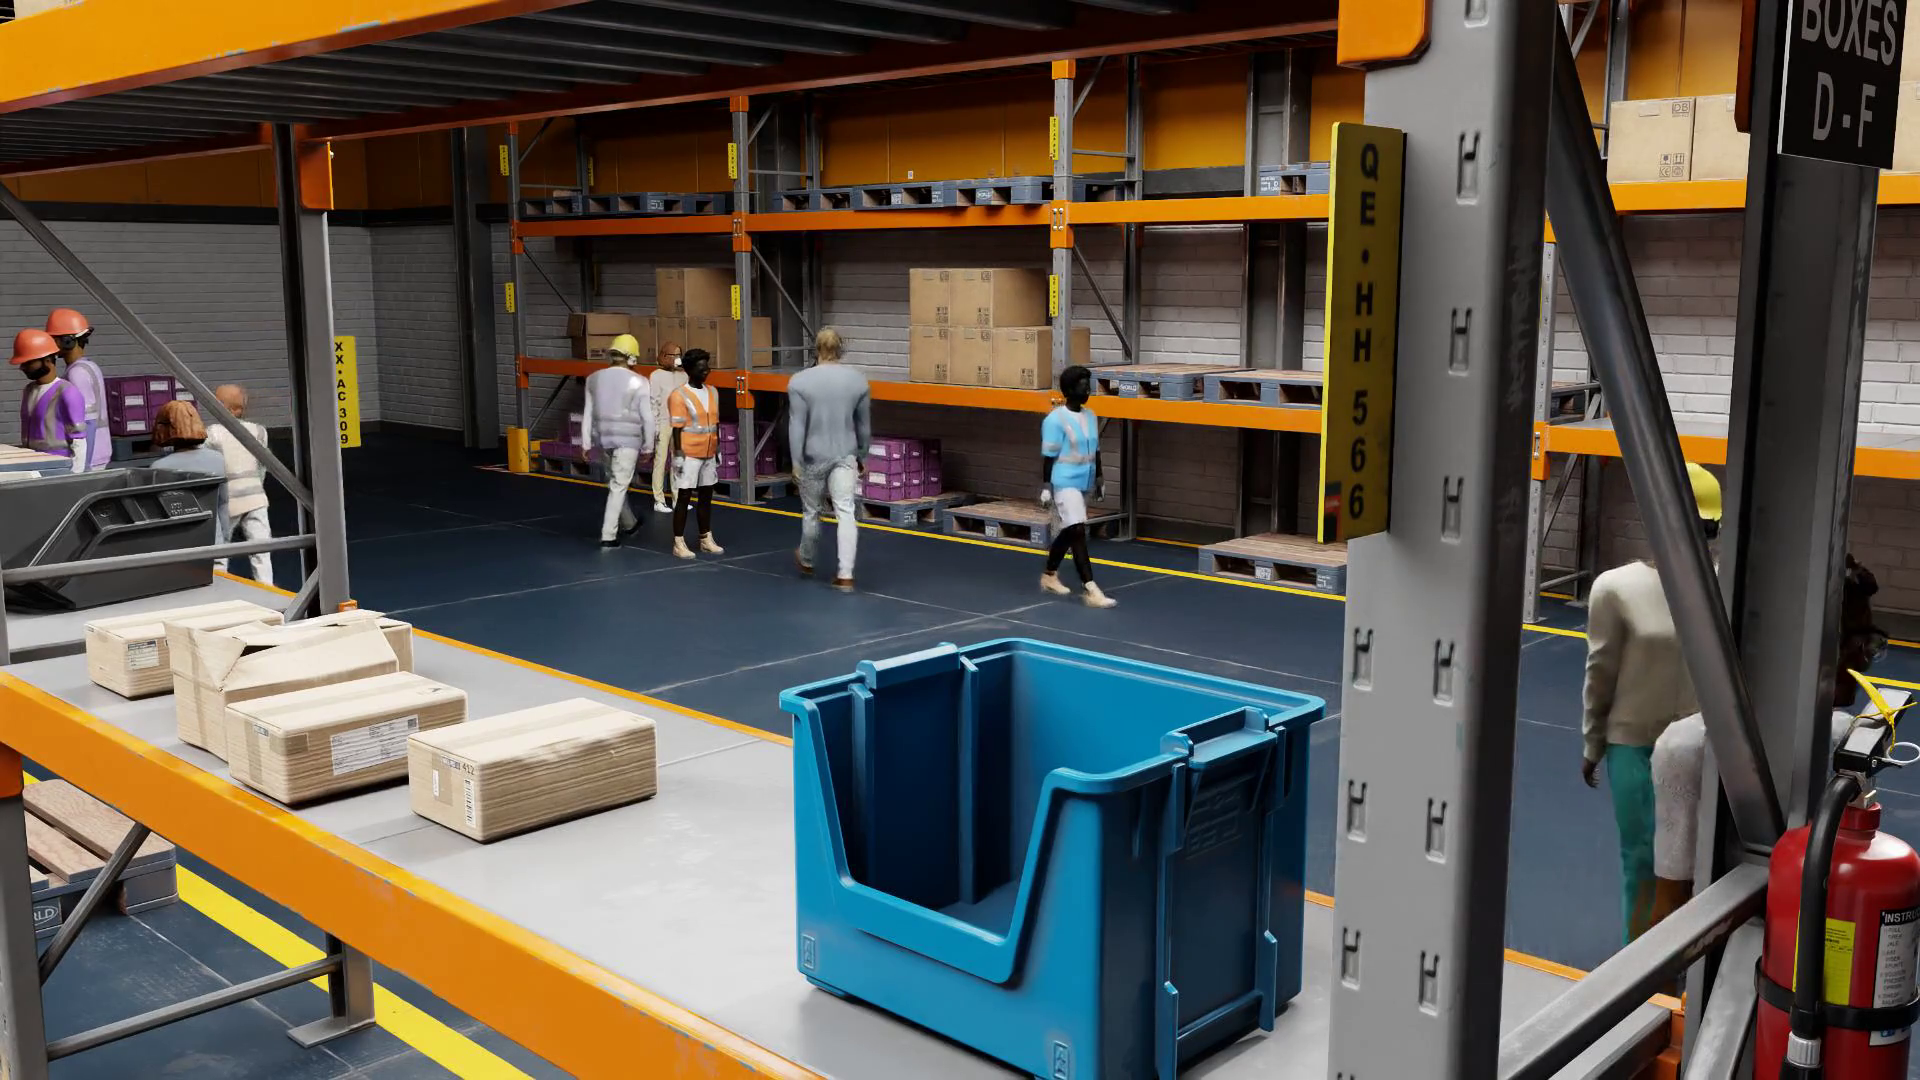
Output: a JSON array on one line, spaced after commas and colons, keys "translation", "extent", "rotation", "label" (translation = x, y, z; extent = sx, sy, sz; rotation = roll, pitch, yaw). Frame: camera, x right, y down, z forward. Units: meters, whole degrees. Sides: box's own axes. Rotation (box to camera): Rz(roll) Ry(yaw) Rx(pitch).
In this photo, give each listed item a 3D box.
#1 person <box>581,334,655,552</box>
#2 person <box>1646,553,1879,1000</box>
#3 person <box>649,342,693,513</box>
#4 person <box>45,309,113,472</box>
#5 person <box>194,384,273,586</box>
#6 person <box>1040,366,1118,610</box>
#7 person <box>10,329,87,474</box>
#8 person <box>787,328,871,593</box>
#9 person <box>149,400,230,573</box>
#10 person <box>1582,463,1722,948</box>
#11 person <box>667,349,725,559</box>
[{"translation": [-2.805, -0.821, 13.863], "extent": [0.596, 1.768, 0.960], "rotation": [3, 10, 18], "label": "person"}, {"translation": [1.427, 0.895, 3.129], "extent": [0.508, 1.849, 0.830], "rotation": [-2, 10, -13], "label": "person"}, {"translation": [-2.765, -1.079, 15.899], "extent": [0.277, 1.629, 0.496], "rotation": [7, 12, 37], "label": "person"}, {"translation": [-6.071, -0.567, 11.483], "extent": [0.395, 2.042, 0.611], "rotation": [-4, 10, -23], "label": "person"}, {"translation": [-4.638, -0.192, 10.559], "extent": [0.903, 1.585, 0.521], "rotation": [8, 12, 40], "label": "person"}, {"translation": [0.805, -0.382, 11.530], "extent": [0.708, 1.671, 0.554], "rotation": [8, 12, 40], "label": "person"}, {"translation": [-5.932, -0.405, 10.845], "extent": [0.543, 1.928, 0.373], "rotation": [5, 10, 28], "label": "person"}, {"translation": [-0.963, -0.595, 12.138], "extent": [0.656, 1.880, 1.032], "rotation": [-3, 10, -20], "label": "person"}, {"translation": [-4.041, 0.082, 8.751], "extent": [0.279, 1.634, 0.497], "rotation": [3, 10, 20], "label": "person"}, {"translation": [2.199, 0.611, 5.183], "extent": [0.527, 1.744, 0.746], "rotation": [1, 9, 9], "label": "person"}, {"translation": [-2.117, -0.690, 13.332], "extent": [0.320, 1.687, 0.533], "rotation": [7, 11, 35], "label": "person"}]
